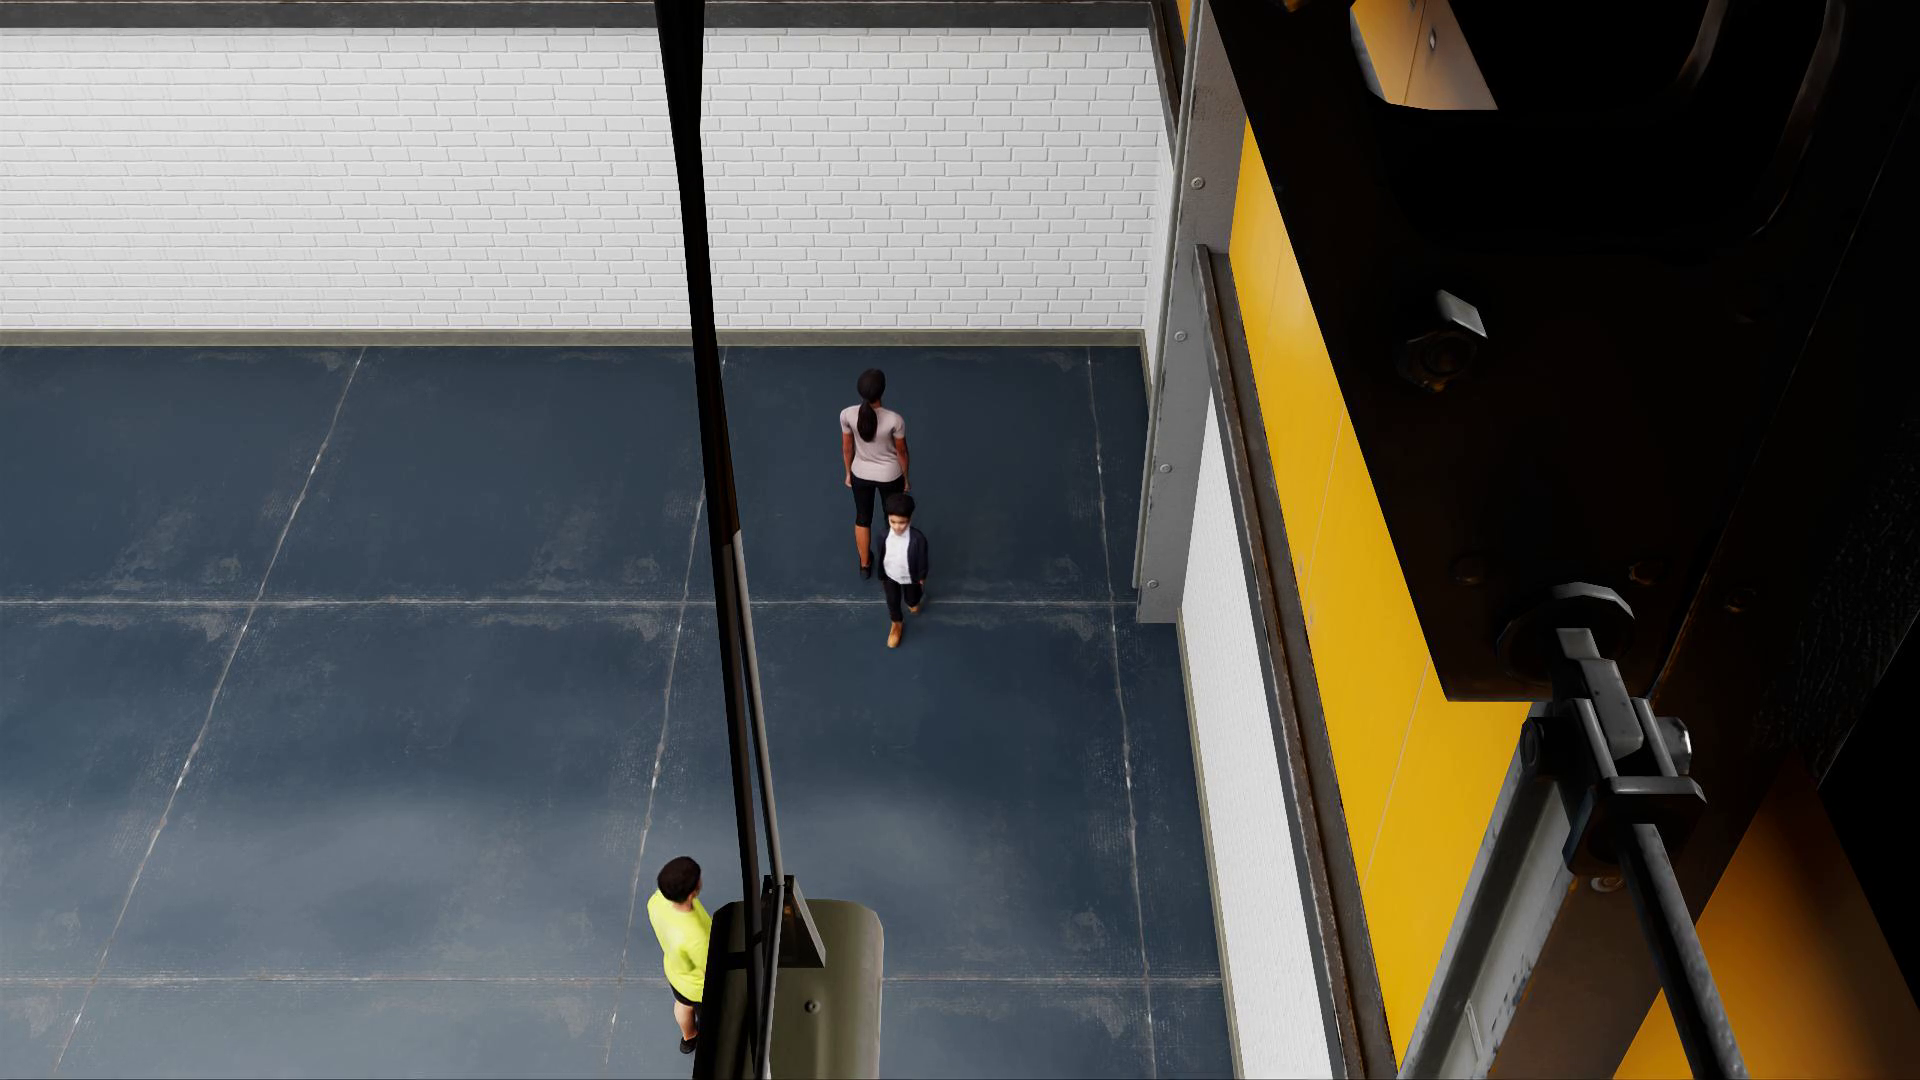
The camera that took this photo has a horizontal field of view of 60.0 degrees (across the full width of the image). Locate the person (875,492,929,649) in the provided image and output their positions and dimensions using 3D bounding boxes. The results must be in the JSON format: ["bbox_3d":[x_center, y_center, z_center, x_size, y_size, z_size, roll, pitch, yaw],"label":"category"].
[{"bbox_3d":[-0.377,0.153,11.072,0.594,1.215,0.749,10,44,10],"label":"person"}]

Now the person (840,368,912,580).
[{"bbox_3d":[-0.571,-0.434,11.303,0.642,1.746,0.579,7,44,7],"label":"person"}]
